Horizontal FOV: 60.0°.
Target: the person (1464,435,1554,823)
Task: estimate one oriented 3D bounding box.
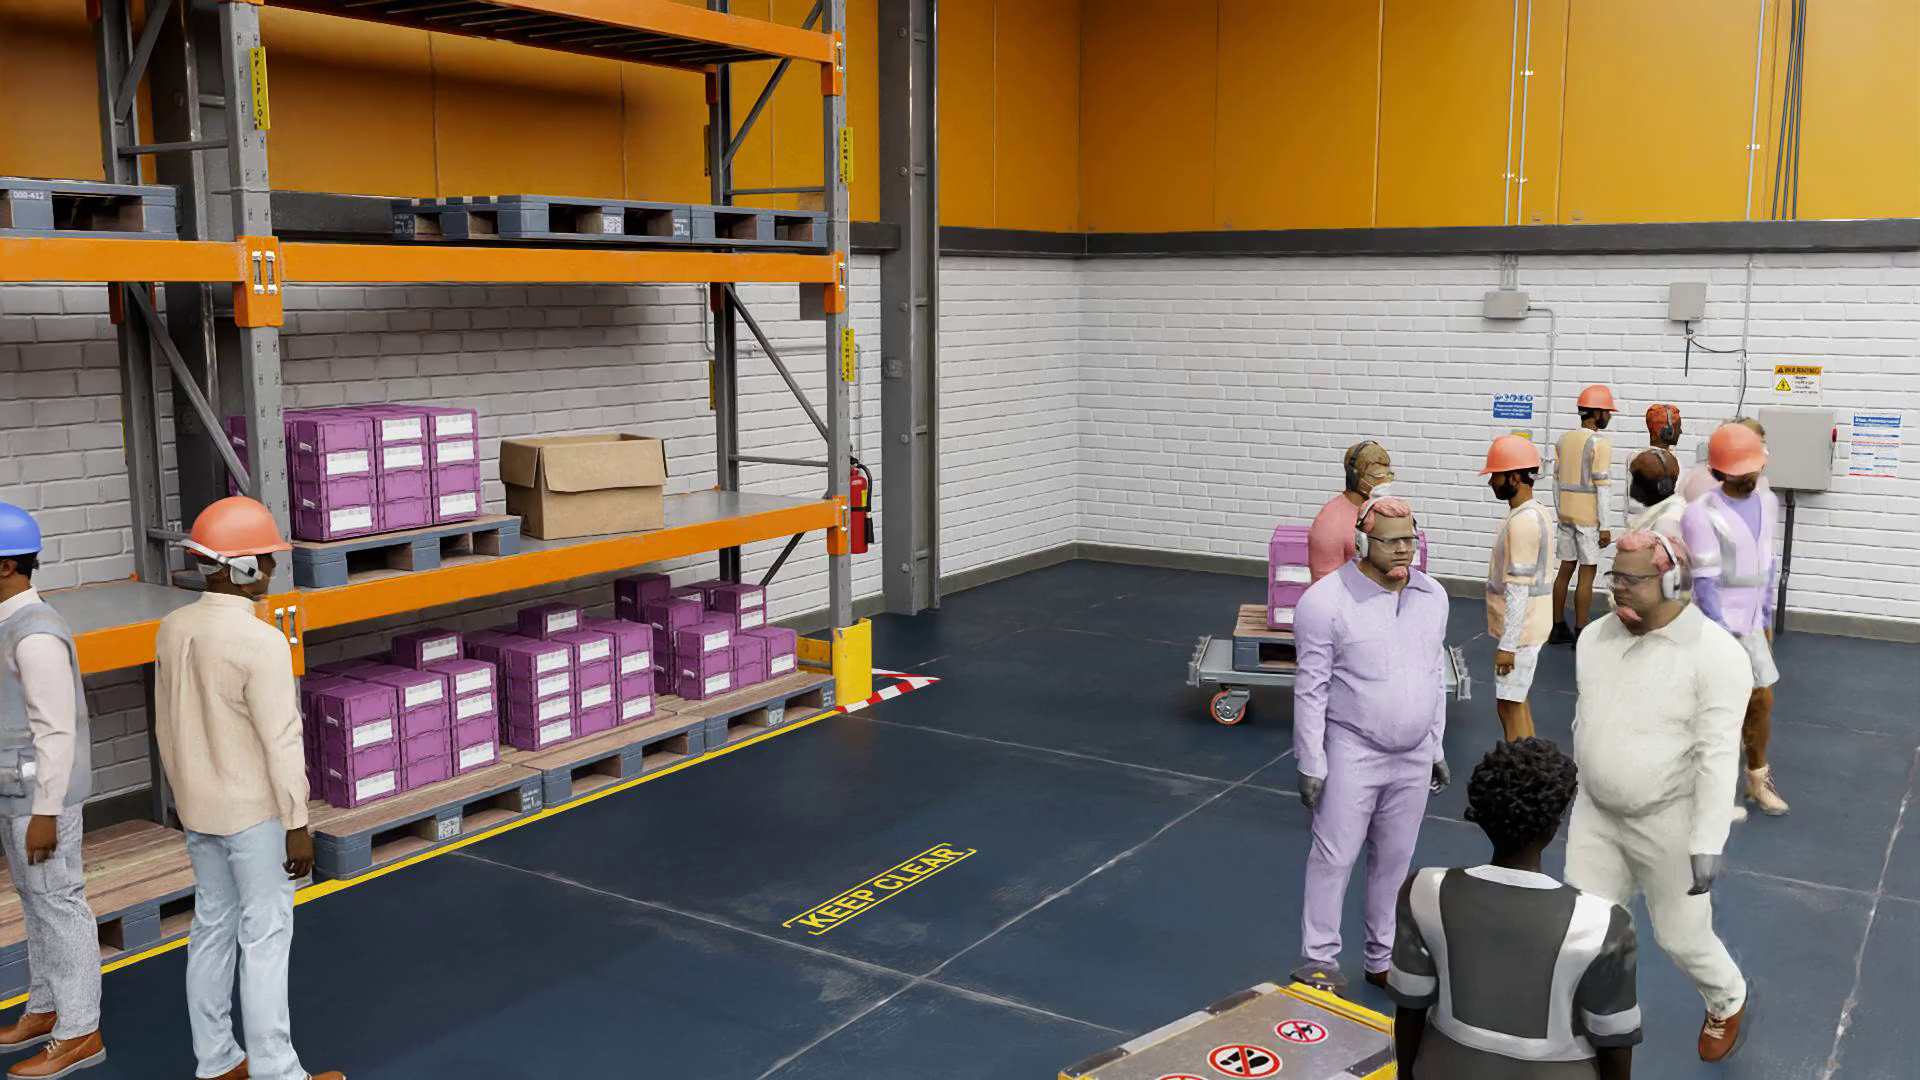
[{"bbox_3d":[2.720,0.443,8.225,0.391,1.925,0.549,4,9,22],"label":"person"}]

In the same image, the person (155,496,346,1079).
[{"bbox_3d":[-2.286,0.852,5.327,0.623,1.992,0.396,5,10,31],"label":"person"}]

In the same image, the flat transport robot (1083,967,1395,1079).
[{"bbox_3d":[0.948,1.716,5.289,1.431,0.197,0.652,-8,12,-41],"label":"flat transport robot"}]

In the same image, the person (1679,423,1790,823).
[{"bbox_3d":[3.819,0.415,8.217,0.683,1.997,0.385,-5,10,-28],"label":"person"}]

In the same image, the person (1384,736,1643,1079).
[{"bbox_3d":[1.191,1.262,3.623,0.533,1.697,0.322,6,10,32],"label":"person"}]

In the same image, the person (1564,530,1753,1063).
[{"bbox_3d":[2.292,0.889,5.465,0.849,1.883,0.635,-6,10,-33],"label":"person"}]

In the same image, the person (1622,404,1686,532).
[{"bbox_3d":[4.554,0.051,10.898,0.356,1.882,0.574,-2,9,-10],"label":"person"}]

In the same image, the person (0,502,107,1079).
[{"bbox_3d":[-3.128,0.835,5.584,0.394,1.949,0.602,-7,11,-39],"label":"person"}]

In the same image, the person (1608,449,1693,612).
[{"bbox_3d":[3.579,0.435,8.634,0.429,1.822,0.737,3,9,21],"label":"person"}]

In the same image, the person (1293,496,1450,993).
[{"bbox_3d":[1.519,0.785,6.050,0.652,1.906,0.402,-4,9,-22],"label":"person"}]

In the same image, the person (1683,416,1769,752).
[{"bbox_3d":[4.335,0.258,9.430,0.654,1.922,0.437,-5,10,-29],"label":"person"}]

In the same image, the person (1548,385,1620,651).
[{"bbox_3d":[4.563,-0.163,12.118,0.375,1.933,0.550,-3,9,-18],"label":"person"}]

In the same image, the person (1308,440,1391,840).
[{"bbox_3d":[1.895,0.477,7.991,0.377,1.930,0.637,8,12,43],"label":"person"}]
